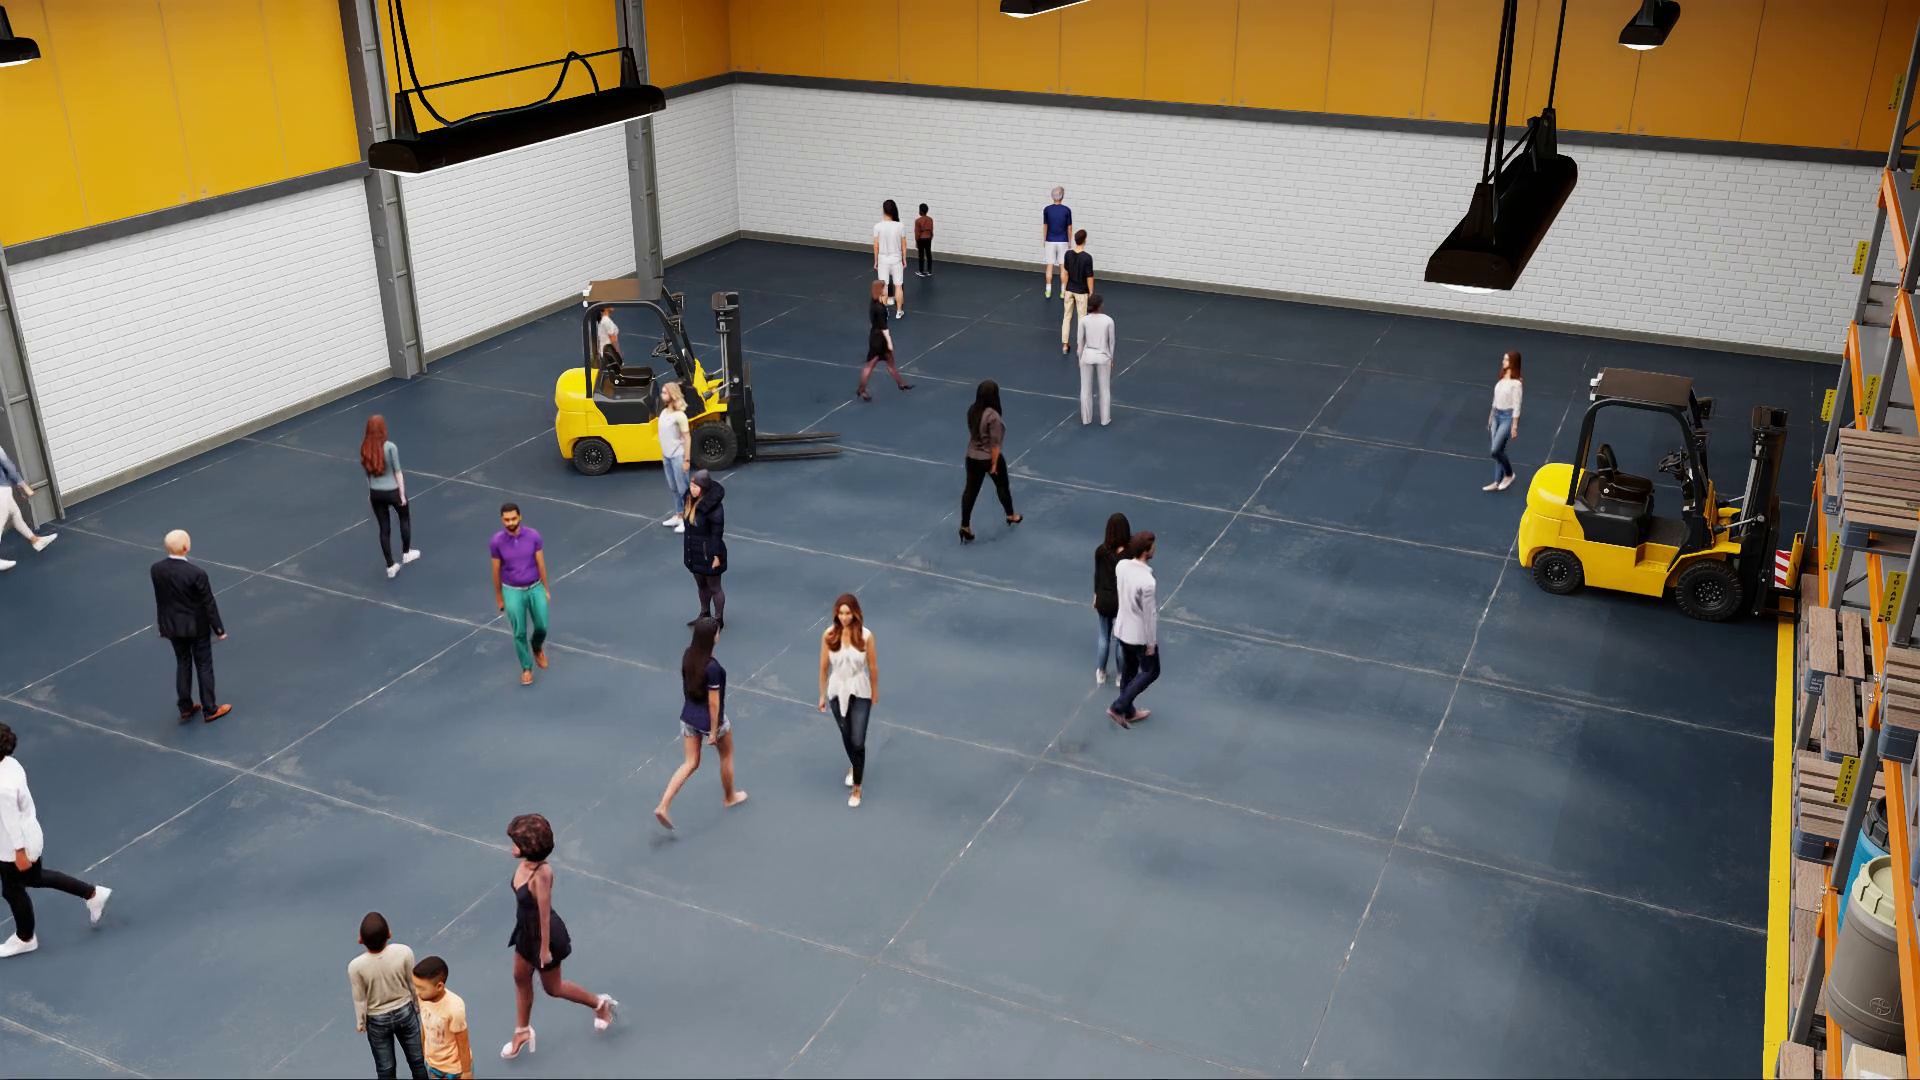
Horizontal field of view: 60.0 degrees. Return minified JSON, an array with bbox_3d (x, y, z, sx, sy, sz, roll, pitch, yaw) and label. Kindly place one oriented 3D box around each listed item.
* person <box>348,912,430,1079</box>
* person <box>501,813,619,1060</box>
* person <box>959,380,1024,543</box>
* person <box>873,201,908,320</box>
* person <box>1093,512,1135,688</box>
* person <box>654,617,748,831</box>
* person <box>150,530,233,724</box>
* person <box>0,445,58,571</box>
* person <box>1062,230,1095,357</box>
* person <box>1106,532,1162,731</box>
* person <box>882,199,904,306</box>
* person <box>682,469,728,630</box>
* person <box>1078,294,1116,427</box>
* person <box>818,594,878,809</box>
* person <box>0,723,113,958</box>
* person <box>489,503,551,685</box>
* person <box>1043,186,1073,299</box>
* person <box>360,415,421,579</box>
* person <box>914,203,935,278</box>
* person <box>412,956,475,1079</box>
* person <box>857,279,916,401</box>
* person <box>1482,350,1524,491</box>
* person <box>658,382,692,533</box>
[{"bbox_3d":[-3.435,2.871,10.035,0.607,1.465,0.696,-13,27,-28],"label":"person"},{"bbox_3d":[-2.581,2.498,10.515,1.072,1.765,0.902,-15,28,-30],"label":"person"},{"bbox_3d":[0.196,-0.809,18.036,0.876,1.800,1.184,19,30,37],"label":"person"},{"bbox_3d":[-1.101,-4.410,26.205,0.770,1.855,0.776,-3,24,-8],"label":"person"},{"bbox_3d":[1.413,0.543,15.146,0.576,1.638,0.578,7,25,15],"label":"person"},{"bbox_3d":[-2.073,1.458,12.942,0.729,1.726,1.148,17,29,34],"label":"person"},{"bbox_3d":[-6.726,0.762,14.445,0.781,1.798,0.708,3,24,7],"label":"person"},{"bbox_3d":[-10.156,-0.463,17.417,0.763,1.661,1.094,17,29,34],"label":"person"},{"bbox_3d":[1.711,-3.635,24.436,0.638,1.851,0.538,12,26,25],"label":"person"},{"bbox_3d":[1.435,0.803,14.303,0.965,1.836,0.889,-13,27,-27],"label":"person"},{"bbox_3d":[-1.111,-4.690,27.039,0.746,1.701,0.594,21,31,40],"label":"person"},{"bbox_3d":[-2.462,0.095,16.125,0.748,1.674,0.752,20,30,38],"label":"person"},{"bbox_3d":[1.767,-2.345,21.629,0.682,1.736,0.634,4,24,9],"label":"person"},{"bbox_3d":[-0.879,1.211,13.464,0.723,1.760,0.931,5,24,10],"label":"person"},{"bbox_3d":[-6.438,2.042,11.526,1.130,1.791,1.018,-12,26,-25],"label":"person"},{"bbox_3d":[-4.007,0.447,15.220,0.813,1.755,0.873,-8,25,-17],"label":"person"},{"bbox_3d":[1.600,-4.910,27.369,0.692,1.839,0.649,4,24,9],"label":"person"},{"bbox_3d":[-5.981,-0.423,17.246,0.751,1.725,0.877,3,24,6],"label":"person"},{"bbox_3d":[-0.622,-5.196,28.754,0.558,1.253,0.644,-13,27,-27],"label":"person"},{"bbox_3d":[-2.962,3.030,9.679,0.551,1.459,0.521,14,27,28],"label":"person"},{"bbox_3d":[-1.195,-2.663,22.442,1.052,1.667,1.070,-5,24,-11],"label":"person"},{"bbox_3d":[6.445,-1.392,19.463,0.802,1.725,0.735,-6,24,-13],"label":"person"},{"bbox_3d":[-3.131,-0.921,18.390,0.681,1.721,0.703,-19,30,-37],"label":"person"}]
